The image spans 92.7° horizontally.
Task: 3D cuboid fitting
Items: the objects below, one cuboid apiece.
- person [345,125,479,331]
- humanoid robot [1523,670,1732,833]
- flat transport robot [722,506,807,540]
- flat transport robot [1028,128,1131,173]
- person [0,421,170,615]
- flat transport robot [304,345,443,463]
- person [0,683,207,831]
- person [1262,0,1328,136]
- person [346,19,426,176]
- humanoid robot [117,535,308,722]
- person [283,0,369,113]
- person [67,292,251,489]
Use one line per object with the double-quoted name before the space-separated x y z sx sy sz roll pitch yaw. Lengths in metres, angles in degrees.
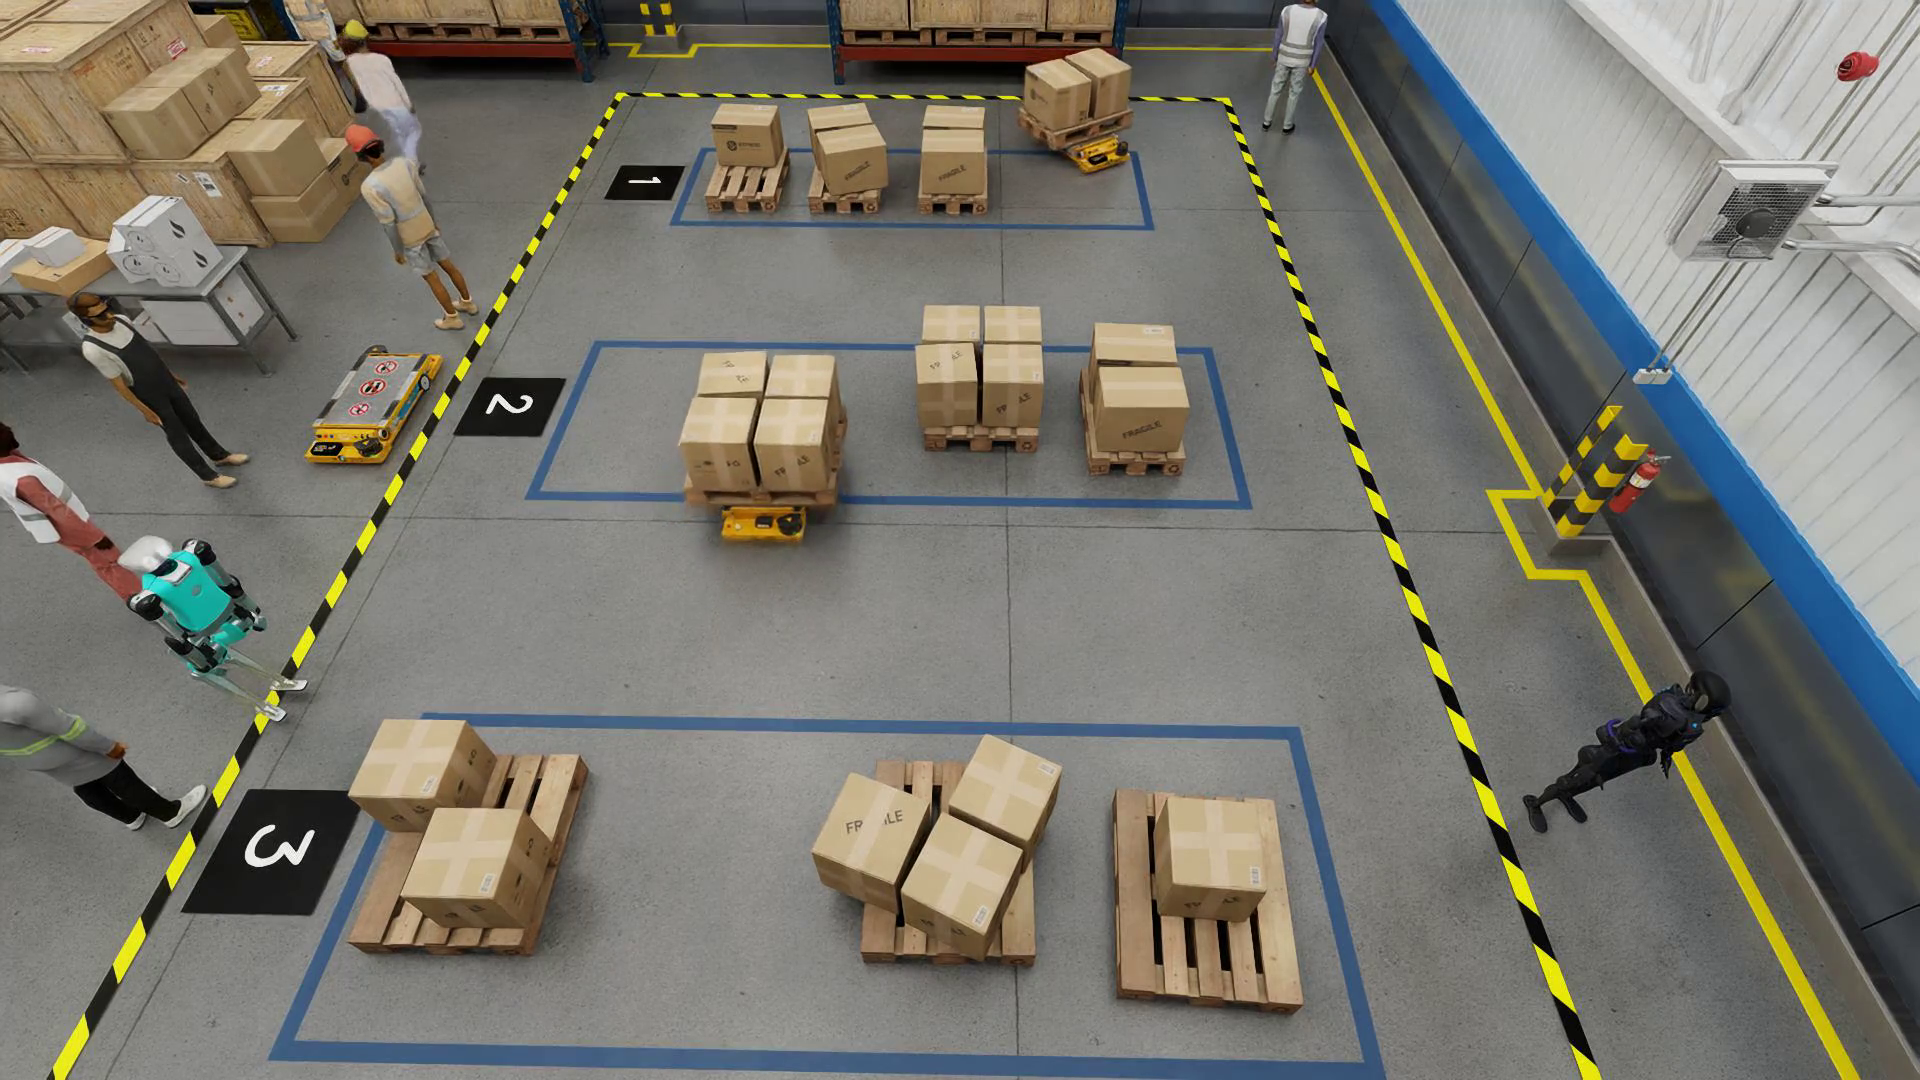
"person" -5.183 -2.906 8.672 0.398 2.032 0.605 14 51 11
"humanoid robot" 3.924 1.252 5.375 0.599 1.657 0.315 -7 50 -6
"flat transport robot" -1.597 -0.605 7.861 0.652 0.197 1.431 1 50 1
"flat transport robot" 1.485 -5.175 11.728 0.652 0.197 1.431 -26 54 -20
"person" -6.224 -0.115 6.394 0.580 1.911 0.392 28 55 22
"flat transport robot" -5.383 -1.269 8.441 0.659 0.231 1.431 1 50 1
"person" -5.223 1.185 5.326 0.596 1.852 0.363 -1 50 -1
"person" 4.174 -6.005 11.421 0.589 1.837 0.404 22 53 18
"person" -6.677 -5.094 10.698 0.538 1.754 0.446 4 50 4
"humanoid robot" -4.862 0.558 5.845 0.735 1.677 0.533 9 50 8
"person" -8.274 -6.511 11.784 0.544 1.938 0.352 4 50 3
"person" -6.418 -1.183 7.335 0.326 1.843 0.513 -4 50 -4
